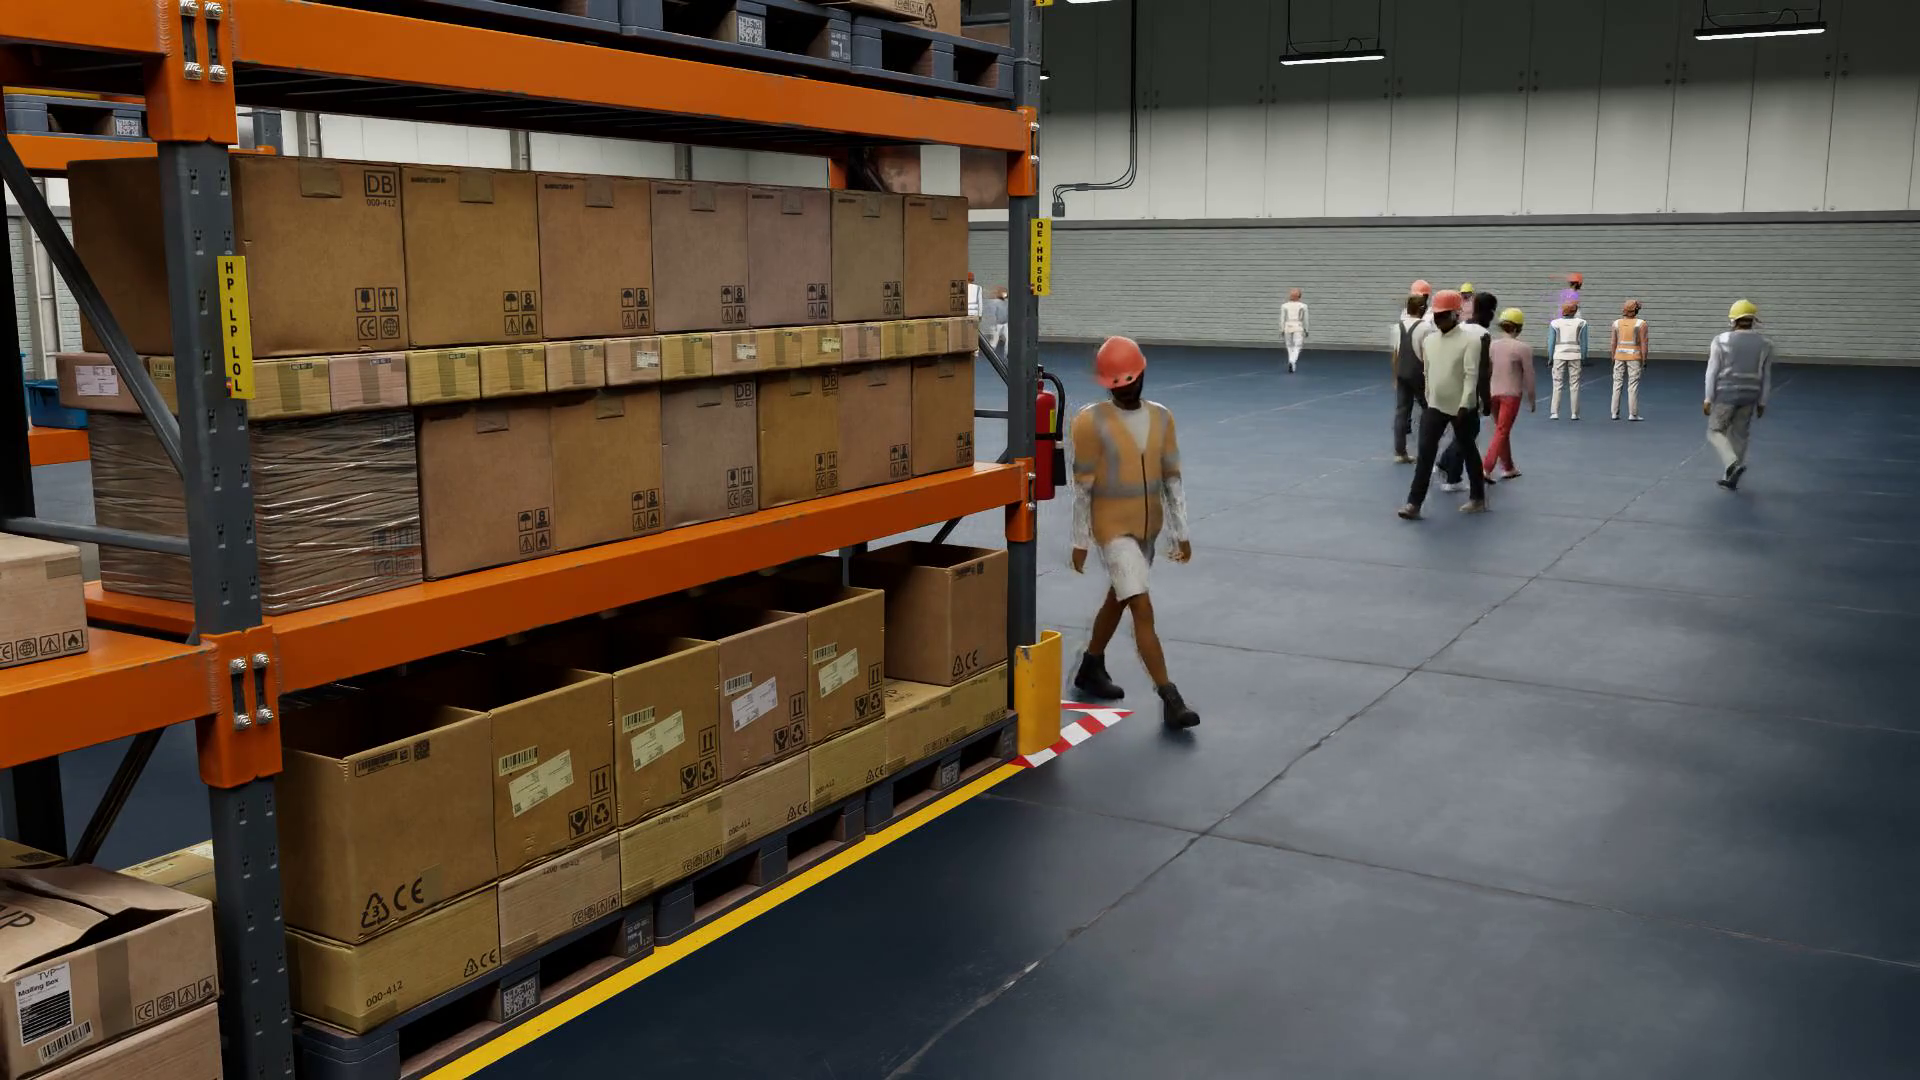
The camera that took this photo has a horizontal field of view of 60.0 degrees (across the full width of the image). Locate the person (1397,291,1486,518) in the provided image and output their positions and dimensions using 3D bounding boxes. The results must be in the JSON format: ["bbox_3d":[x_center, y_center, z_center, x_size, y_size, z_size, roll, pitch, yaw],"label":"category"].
[{"bbox_3d":[4.198,-1.151,14.213,1.024,1.945,0.614,-8,13,-41],"label":"person"}]

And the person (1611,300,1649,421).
[{"bbox_3d":[9.062,-2.430,22.539,0.307,1.641,0.513,-9,13,-42],"label":"person"}]

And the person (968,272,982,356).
[{"bbox_3d":[0.216,-5.011,36.940,0.585,1.879,0.337,-4,10,-20],"label":"person"}]

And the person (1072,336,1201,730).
[{"bbox_3d":[0.833,-0.058,8.034,0.612,1.858,1.037,-6,11,-31],"label":"person"}]

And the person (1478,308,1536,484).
[{"bbox_3d":[5.376,-1.422,16.411,0.921,1.720,0.543,-8,13,-39],"label":"person"}]

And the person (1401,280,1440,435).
[{"bbox_3d":[5.703,-2.264,20.701,0.551,1.933,0.378,7,12,36],"label":"person"}]

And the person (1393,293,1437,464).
[{"bbox_3d":[4.937,-1.737,17.934,0.694,1.821,0.556,-8,13,-40],"label":"person"}]

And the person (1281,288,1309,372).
[{"bbox_3d":[6.361,-3.980,31.689,0.520,1.614,0.668,5,11,26],"label":"person"}]

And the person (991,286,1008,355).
[{"bbox_3d":[0.911,-4.423,34.321,0.530,1.601,0.782,-8,13,-39],"label":"person"}]

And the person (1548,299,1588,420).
[{"bbox_3d":[8.259,-2.446,22.625,0.512,1.642,0.312,3,10,19],"label":"person"}]

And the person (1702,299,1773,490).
[{"bbox_3d":[7.342,-1.353,15.702,0.612,1.819,0.517,0,10,-1],"label":"person"}]

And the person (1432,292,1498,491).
[{"bbox_3d":[4.799,-1.387,15.705,0.466,1.885,0.631,-1,10,-6],"label":"person"}]

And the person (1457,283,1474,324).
[{"bbox_3d":[9.495,-3.964,31.301,0.545,1.715,0.924,9,13,43],"label":"person"}]

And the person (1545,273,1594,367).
[{"bbox_3d":[12.215,-4.387,33.282,0.993,1.889,0.564,0,10,2],"label":"person"}]
